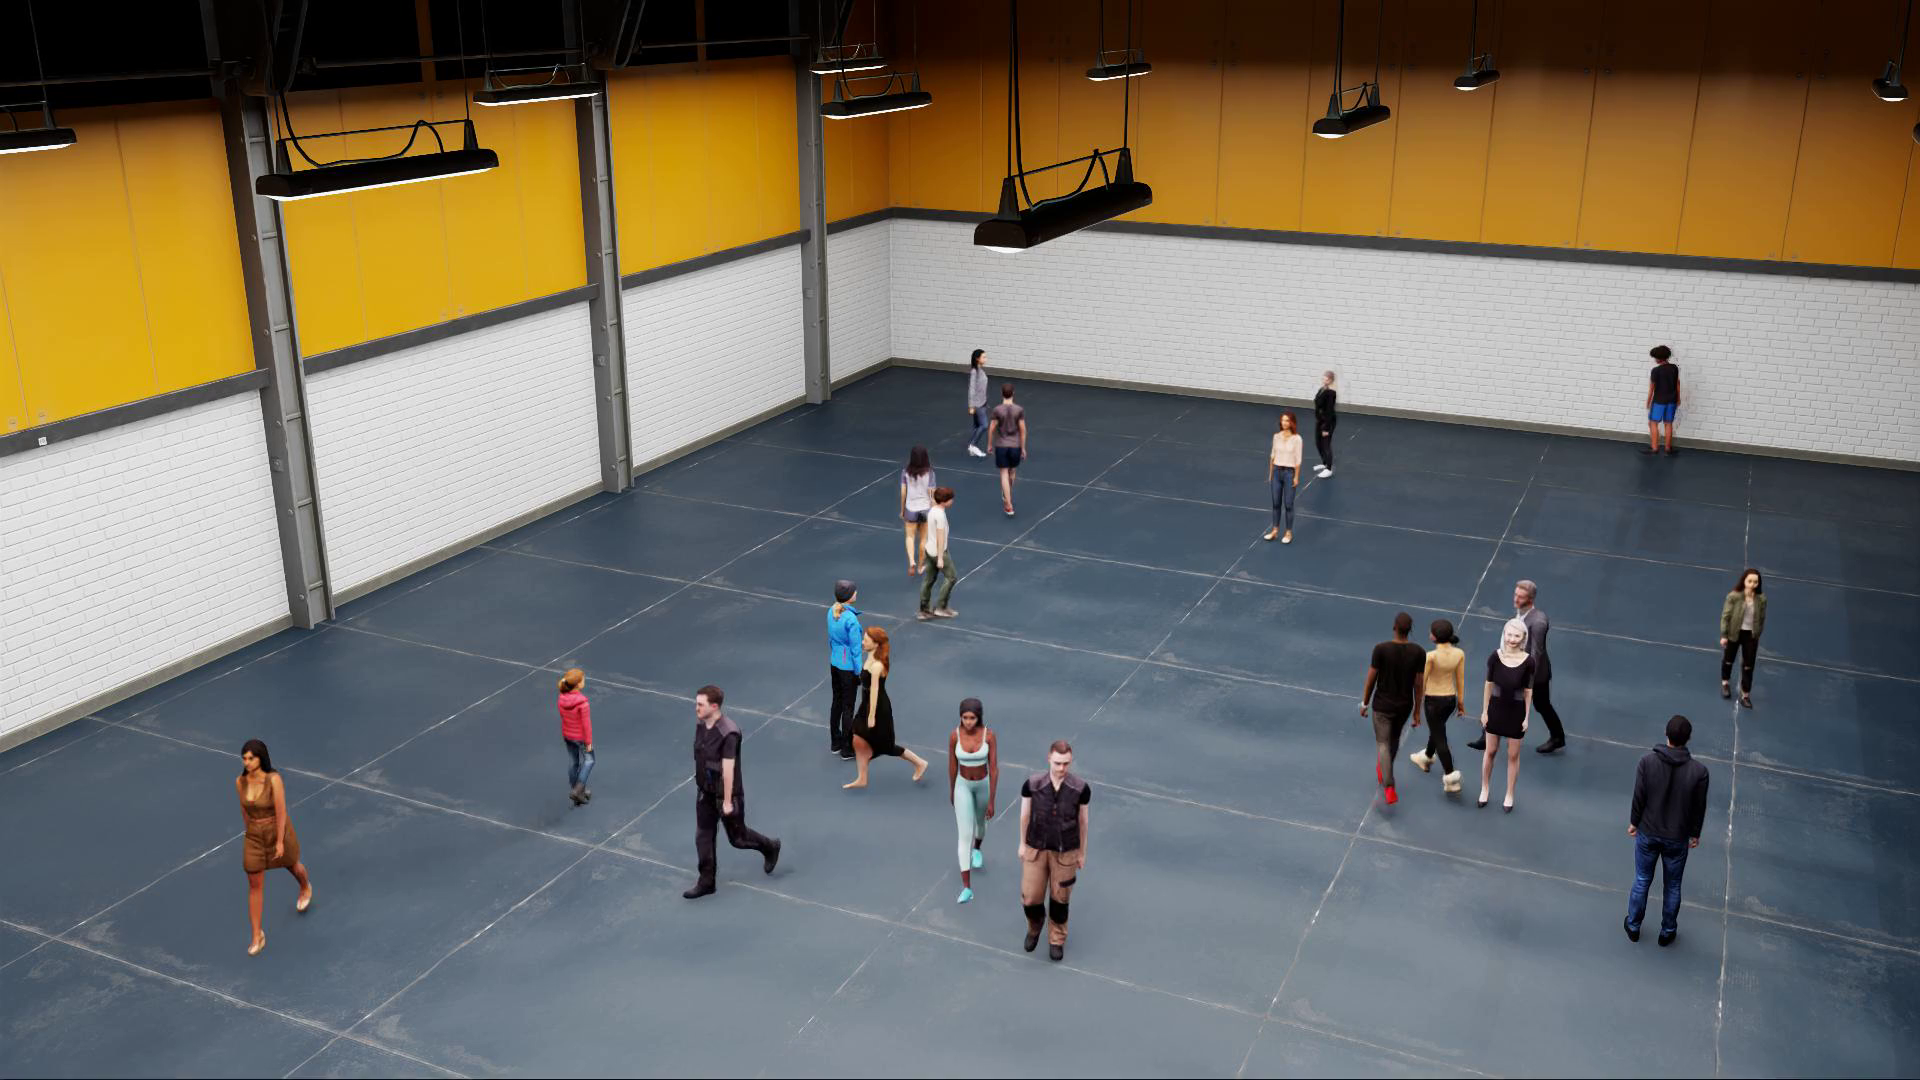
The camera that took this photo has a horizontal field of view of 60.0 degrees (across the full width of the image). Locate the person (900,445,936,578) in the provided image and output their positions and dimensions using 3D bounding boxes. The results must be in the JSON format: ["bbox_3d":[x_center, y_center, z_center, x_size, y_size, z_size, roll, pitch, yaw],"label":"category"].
[{"bbox_3d":[-0.533,-0.325,20.729,0.822,1.716,1.019,1,19,2],"label":"person"}]

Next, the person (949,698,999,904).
[{"bbox_3d":[0.132,2.063,13.718,0.871,1.667,1.229,1,19,4],"label":"person"}]

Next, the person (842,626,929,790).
[{"bbox_3d":[-0.678,1.572,15.290,1.028,1.593,1.017,-5,19,-14],"label":"person"}]

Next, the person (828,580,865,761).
[{"bbox_3d":[-1.106,1.232,15.982,0.699,1.797,0.696,-13,22,-33],"label":"person"}]

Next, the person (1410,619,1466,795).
[{"bbox_3d":[4.459,1.551,15.303,1.082,1.624,1.174,-5,19,-14],"label":"person"}]

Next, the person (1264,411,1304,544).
[{"bbox_3d":[4.338,-0.854,22.183,0.623,1.792,0.578,13,23,34],"label":"person"}]

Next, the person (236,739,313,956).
[{"bbox_3d":[-5.340,2.315,13.008,0.833,1.641,1.160,2,19,5],"label":"person"}]

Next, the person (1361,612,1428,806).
[{"bbox_3d":[3.930,1.553,15.068,0.960,1.771,1.247,1,19,4],"label":"person"}]

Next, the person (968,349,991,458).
[{"bbox_3d":[0.199,-2.147,26.128,0.736,1.724,0.579,5,19,16],"label":"person"}]

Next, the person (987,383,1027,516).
[{"bbox_3d":[0.676,-1.240,23.305,1.082,1.807,1.245,-3,19,-8],"label":"person"}]

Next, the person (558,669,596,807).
[{"bbox_3d":[-3.511,1.811,15.029,0.526,1.307,0.587,11,22,30],"label":"person"}]

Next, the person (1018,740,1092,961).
[{"bbox_3d":[0.717,2.319,12.714,0.784,1.821,0.761,2,19,6],"label":"person"}]

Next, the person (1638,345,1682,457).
[{"bbox_3d":[11.155,-2.189,26.193,0.871,1.763,0.787,3,19,9],"label":"person"}]

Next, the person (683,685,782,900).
[{"bbox_3d":[-1.874,2.034,13.563,1.228,1.821,0.983,-17,25,-40],"label":"person"}]

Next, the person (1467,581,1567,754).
[{"bbox_3d":[5.512,1.251,15.958,1.274,1.776,1.282,-4,19,-11],"label":"person"}]

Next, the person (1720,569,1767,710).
[{"bbox_3d":[8.095,0.979,17.280,0.695,1.447,0.922,5,19,15],"label":"person"}]

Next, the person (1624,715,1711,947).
[{"bbox_3d":[5.430,2.242,12.831,0.681,1.894,0.570,7,20,20],"label":"person"}]

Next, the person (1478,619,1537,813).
[{"bbox_3d":[4.913,1.565,14.942,0.576,1.829,0.522,6,20,18],"label":"person"}]

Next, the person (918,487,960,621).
[{"bbox_3d":[-0.325,0.178,19.367,0.936,1.633,0.870,-7,20,-19],"label":"person"}]

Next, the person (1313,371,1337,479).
[{"bbox_3d":[5.545,-1.735,25.025,0.902,1.648,0.813,1,19,2],"label":"person"}]
